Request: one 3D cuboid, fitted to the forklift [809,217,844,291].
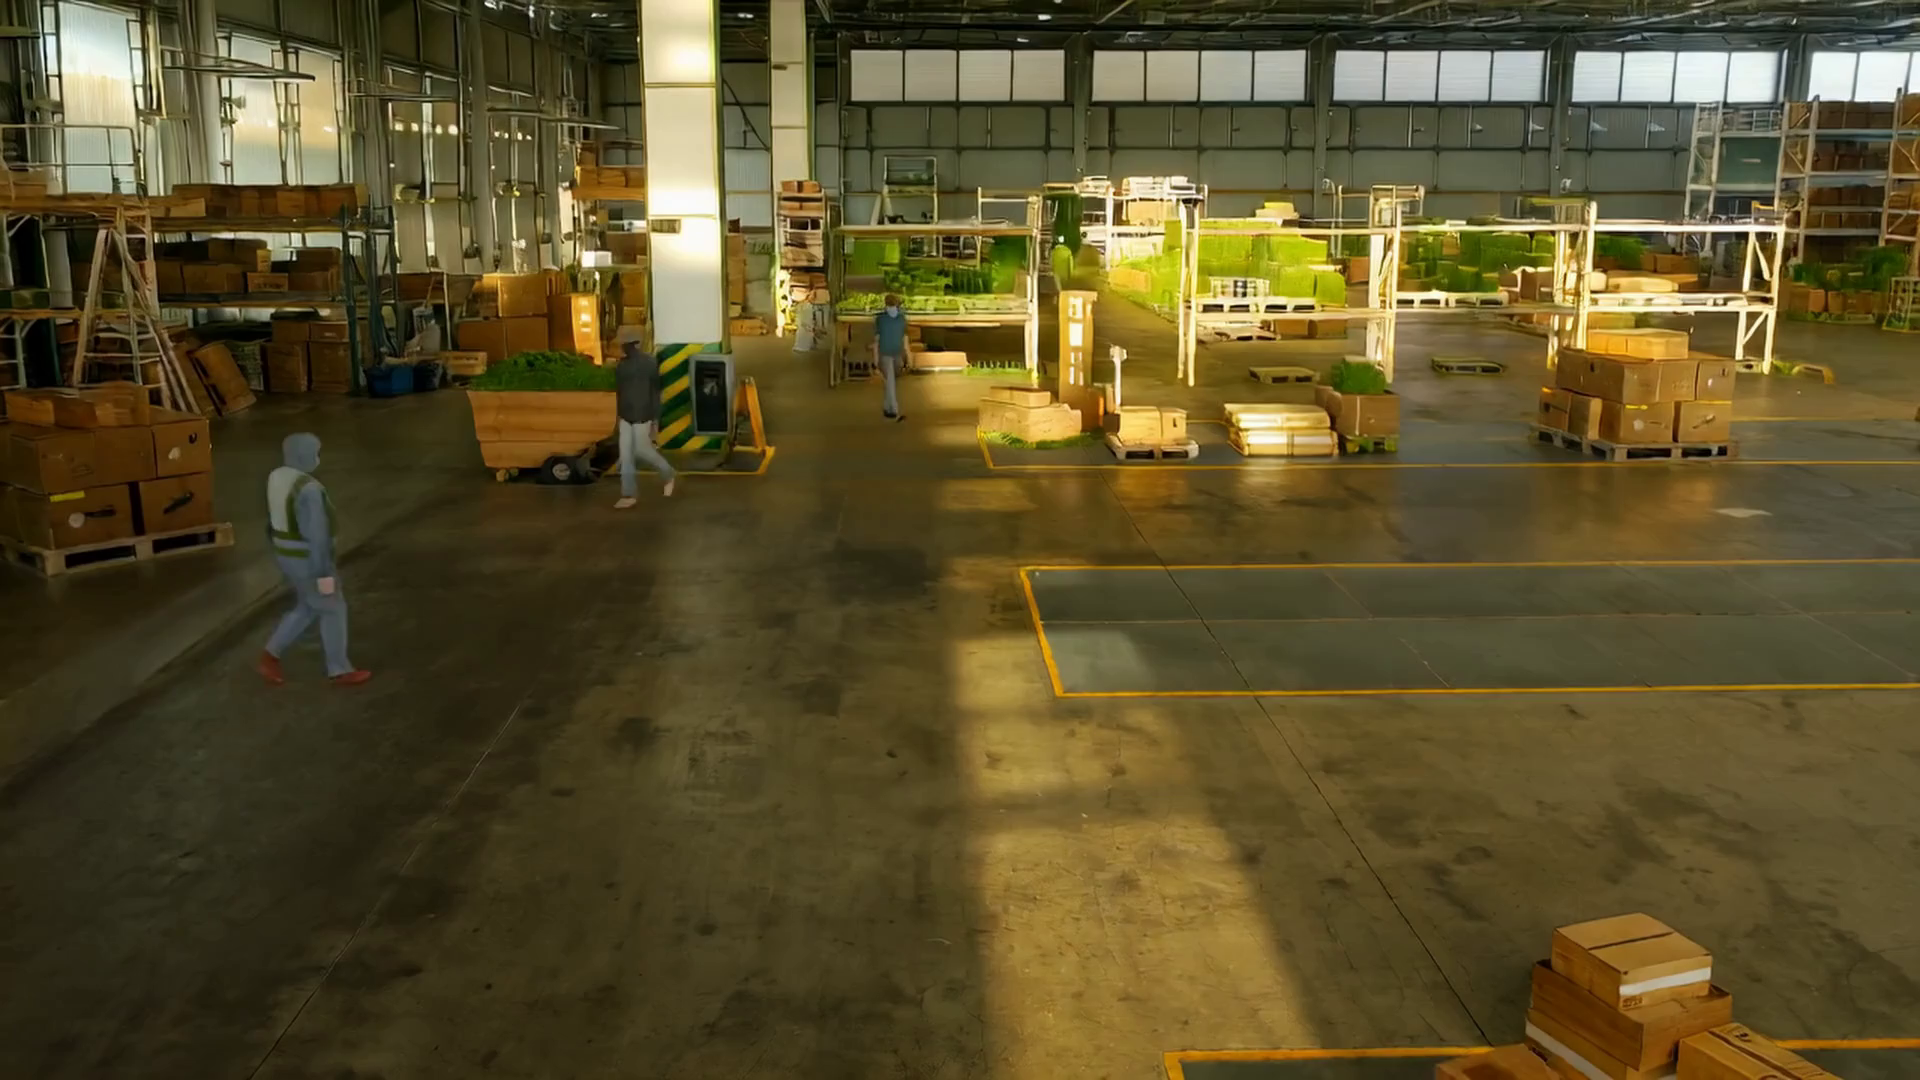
[{"bbox_3d":[-4.375,-8.619,48.637,1.873,2.768,1.129,0,12,-2],"label":"forklift"}]

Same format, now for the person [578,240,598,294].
[{"bbox_3d":[-9.229,-6.458,41.147,0.584,1.882,0.337,1,13,3],"label":"person"}]

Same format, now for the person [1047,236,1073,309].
[{"bbox_3d":[2.620,-7.067,43.890,0.635,1.884,1.014,-4,13,-18],"label":"person"}]

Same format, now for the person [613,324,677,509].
[{"bbox_3d":[-3.406,-1.336,17.821,0.616,1.972,0.764,7,14,29],"label":"person"}]

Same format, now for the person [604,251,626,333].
[{"bbox_3d":[-7.712,-5.517,37.023,0.553,1.820,0.704,-8,15,-31],"label":"person"}]

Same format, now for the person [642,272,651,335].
[{"bbox_3d":[-6.724,-5.320,36.364,0.502,1.725,0.466,-12,17,-43],"label":"person"}]

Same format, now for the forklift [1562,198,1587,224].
[{"bbox_3d":[17.199,-8.212,46.797,1.873,2.768,1.129,0,12,-2],"label":"forklift"}]

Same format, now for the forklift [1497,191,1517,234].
[{"bbox_3d":[20.644,-11.779,62.901,1.873,2.768,1.129,0,12,-2],"label":"forklift"}]

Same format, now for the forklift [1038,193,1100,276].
[{"bbox_3d":[3.751,-10.391,56.636,1.873,2.768,1.129,-7,14,-28],"label":"forklift"}]

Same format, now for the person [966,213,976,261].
[{"bbox_3d":[0.479,-12.135,66.691,0.558,1.921,0.389,-2,13,-10],"label":"person"}]

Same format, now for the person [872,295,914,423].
[{"bbox_3d":[-0.931,-2.593,23.825,0.555,1.822,0.946,-6,14,-25],"label":"person"}]

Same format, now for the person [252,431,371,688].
[{"bbox_3d":[-4.496,0.152,11.423,0.658,1.817,0.633,-12,17,-44],"label":"person"}]

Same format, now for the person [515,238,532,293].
[{"bbox_3d":[-12.938,-8.130,49.295,0.513,1.614,0.742,-3,13,-13],"label":"person"}]

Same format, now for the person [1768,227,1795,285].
[{"bbox_3d":[25.557,-8.781,51.743,0.673,1.878,0.841,10,16,39],"label":"person"}]

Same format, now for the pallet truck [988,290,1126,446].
[{"bbox_3d":[1.257,-2.299,22.111,1.885,1.965,0.823,-9,15,-35],"label":"pallet truck"}]

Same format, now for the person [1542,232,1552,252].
[{"bbox_3d":[17.435,-8.202,48.950,0.624,1.945,0.734,3,13,15],"label":"person"}]
